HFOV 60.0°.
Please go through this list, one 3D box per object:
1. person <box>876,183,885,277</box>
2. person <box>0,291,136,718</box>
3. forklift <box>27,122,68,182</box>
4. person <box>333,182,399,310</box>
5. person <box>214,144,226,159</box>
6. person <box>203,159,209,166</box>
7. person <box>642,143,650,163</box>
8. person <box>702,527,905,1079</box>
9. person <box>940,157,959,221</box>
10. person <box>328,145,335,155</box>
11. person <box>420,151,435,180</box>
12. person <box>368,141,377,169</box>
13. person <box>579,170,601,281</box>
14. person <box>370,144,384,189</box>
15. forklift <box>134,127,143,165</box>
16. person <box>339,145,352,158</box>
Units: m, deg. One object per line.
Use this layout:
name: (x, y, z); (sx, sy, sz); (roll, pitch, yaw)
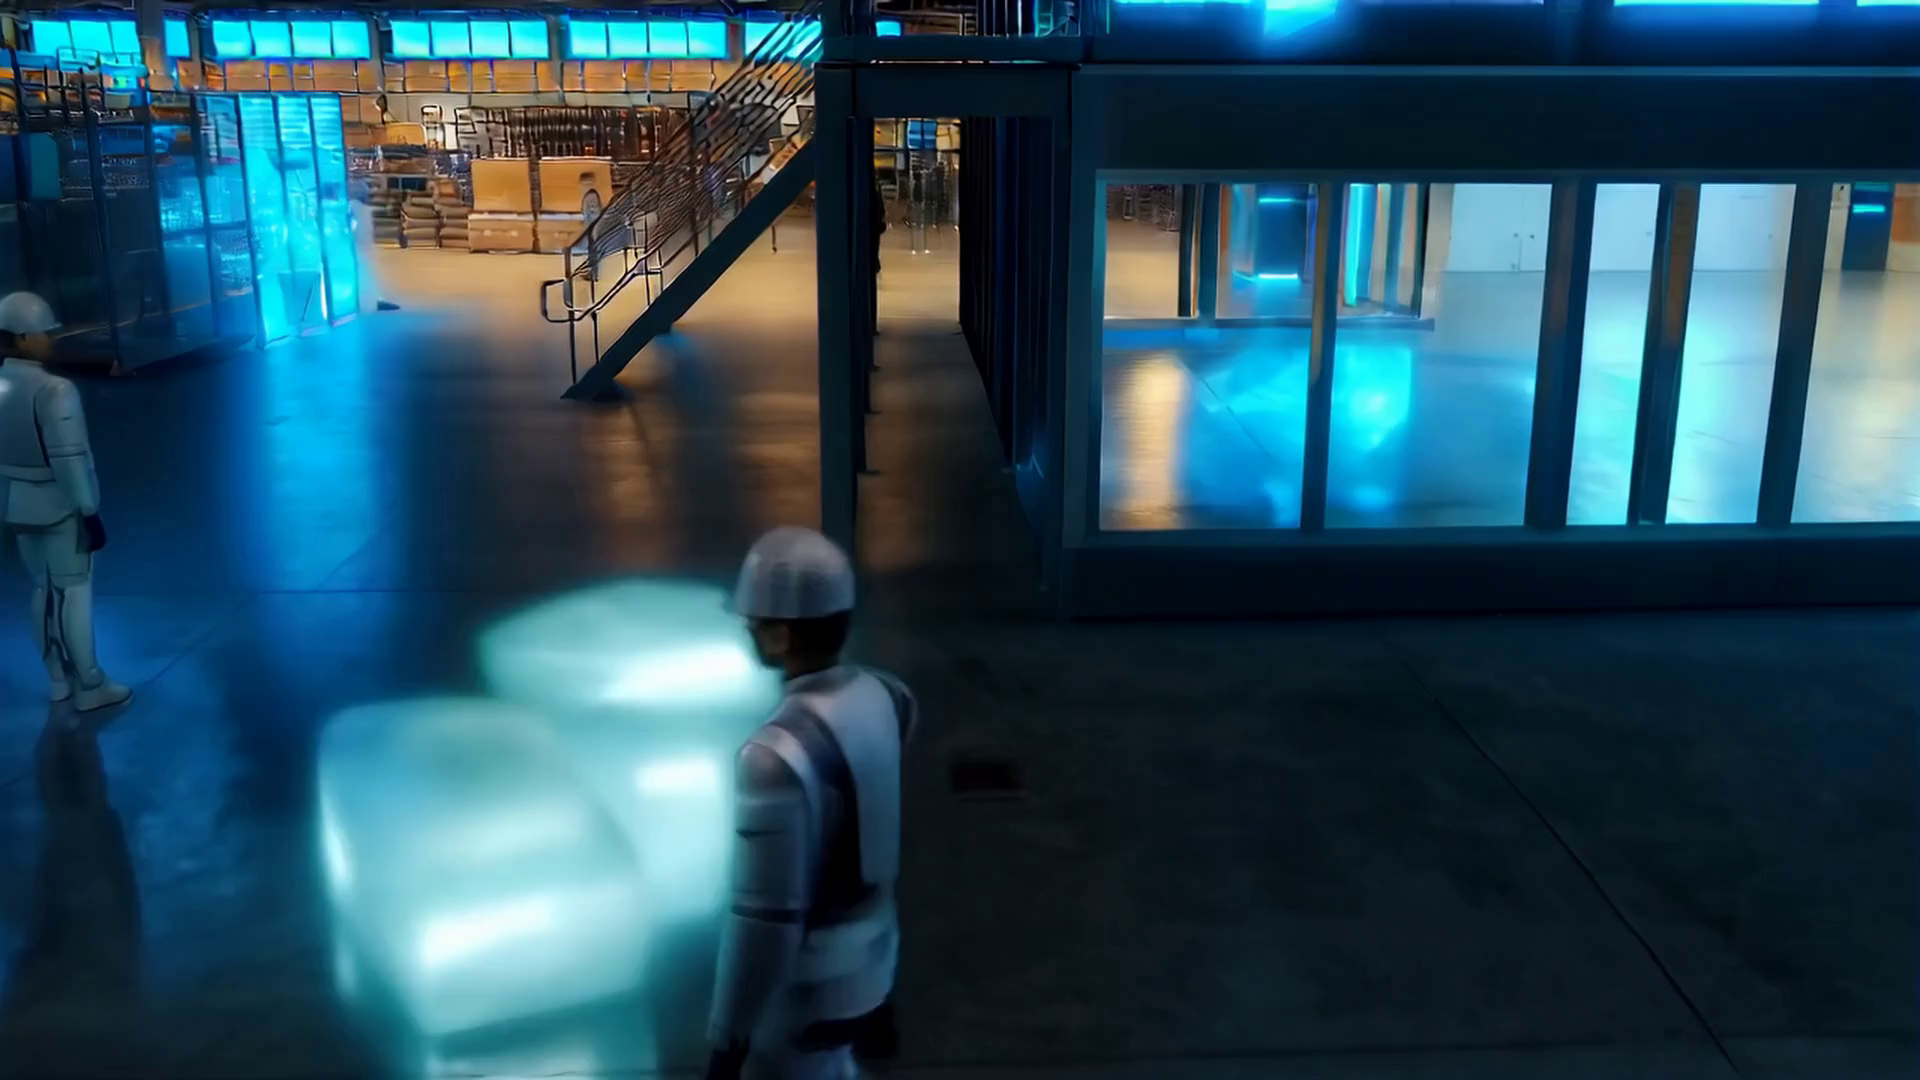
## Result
person: (-1.629, -5.775, 30.119); (0.684, 2.000, 0.536); (-8, 16, -30)
person: (-4.246, -0.149, 7.725); (0.615, 1.994, 0.381); (3, 14, 13)
forklift: (-35.376, -14.773, 64.377); (1.129, 2.768, 1.873); (-1, 14, -2)
person: (-8.928, -4.362, 24.769); (0.885, 1.901, 0.654); (-3, 14, -13)
person: (-39.175, -20.079, 87.977); (0.925, 1.699, 0.586); (11, 18, 38)
person: (-30.454, -14.839, 67.040); (0.317, 1.695, 0.540); (4, 14, 14)
person: (-15.782, -19.152, 84.065); (0.766, 1.803, 0.598); (5, 15, 21)
person: (-0.265, 0.920, 3.616); (0.864, 1.920, 0.611); (4, 15, 16)
person: (-0.359, -10.100, 47.838); (0.934, 1.836, 0.536); (10, 17, 35)
person: (-32.864, -19.853, 87.092); (0.492, 1.696, 0.903); (6, 15, 24)
person: (-24.393, -17.203, 76.267); (0.906, 1.805, 0.588); (11, 18, 36)
person: (-29.811, -19.304, 84.456); (0.407, 1.913, 0.641); (-4, 15, -17)
person: (-6.579, -5.590, 29.578); (0.347, 1.943, 0.545); (-2, 14, -9)
person: (-23.733, -15.090, 67.576); (0.588, 1.921, 0.626); (0, 14, -2)
forklift: (-37.365, -17.885, 76.817); (1.873, 2.768, 1.129); (11, 18, 38)
person: (-27.441, -16.758, 74.435); (0.591, 1.834, 0.404); (2, 14, 9)
